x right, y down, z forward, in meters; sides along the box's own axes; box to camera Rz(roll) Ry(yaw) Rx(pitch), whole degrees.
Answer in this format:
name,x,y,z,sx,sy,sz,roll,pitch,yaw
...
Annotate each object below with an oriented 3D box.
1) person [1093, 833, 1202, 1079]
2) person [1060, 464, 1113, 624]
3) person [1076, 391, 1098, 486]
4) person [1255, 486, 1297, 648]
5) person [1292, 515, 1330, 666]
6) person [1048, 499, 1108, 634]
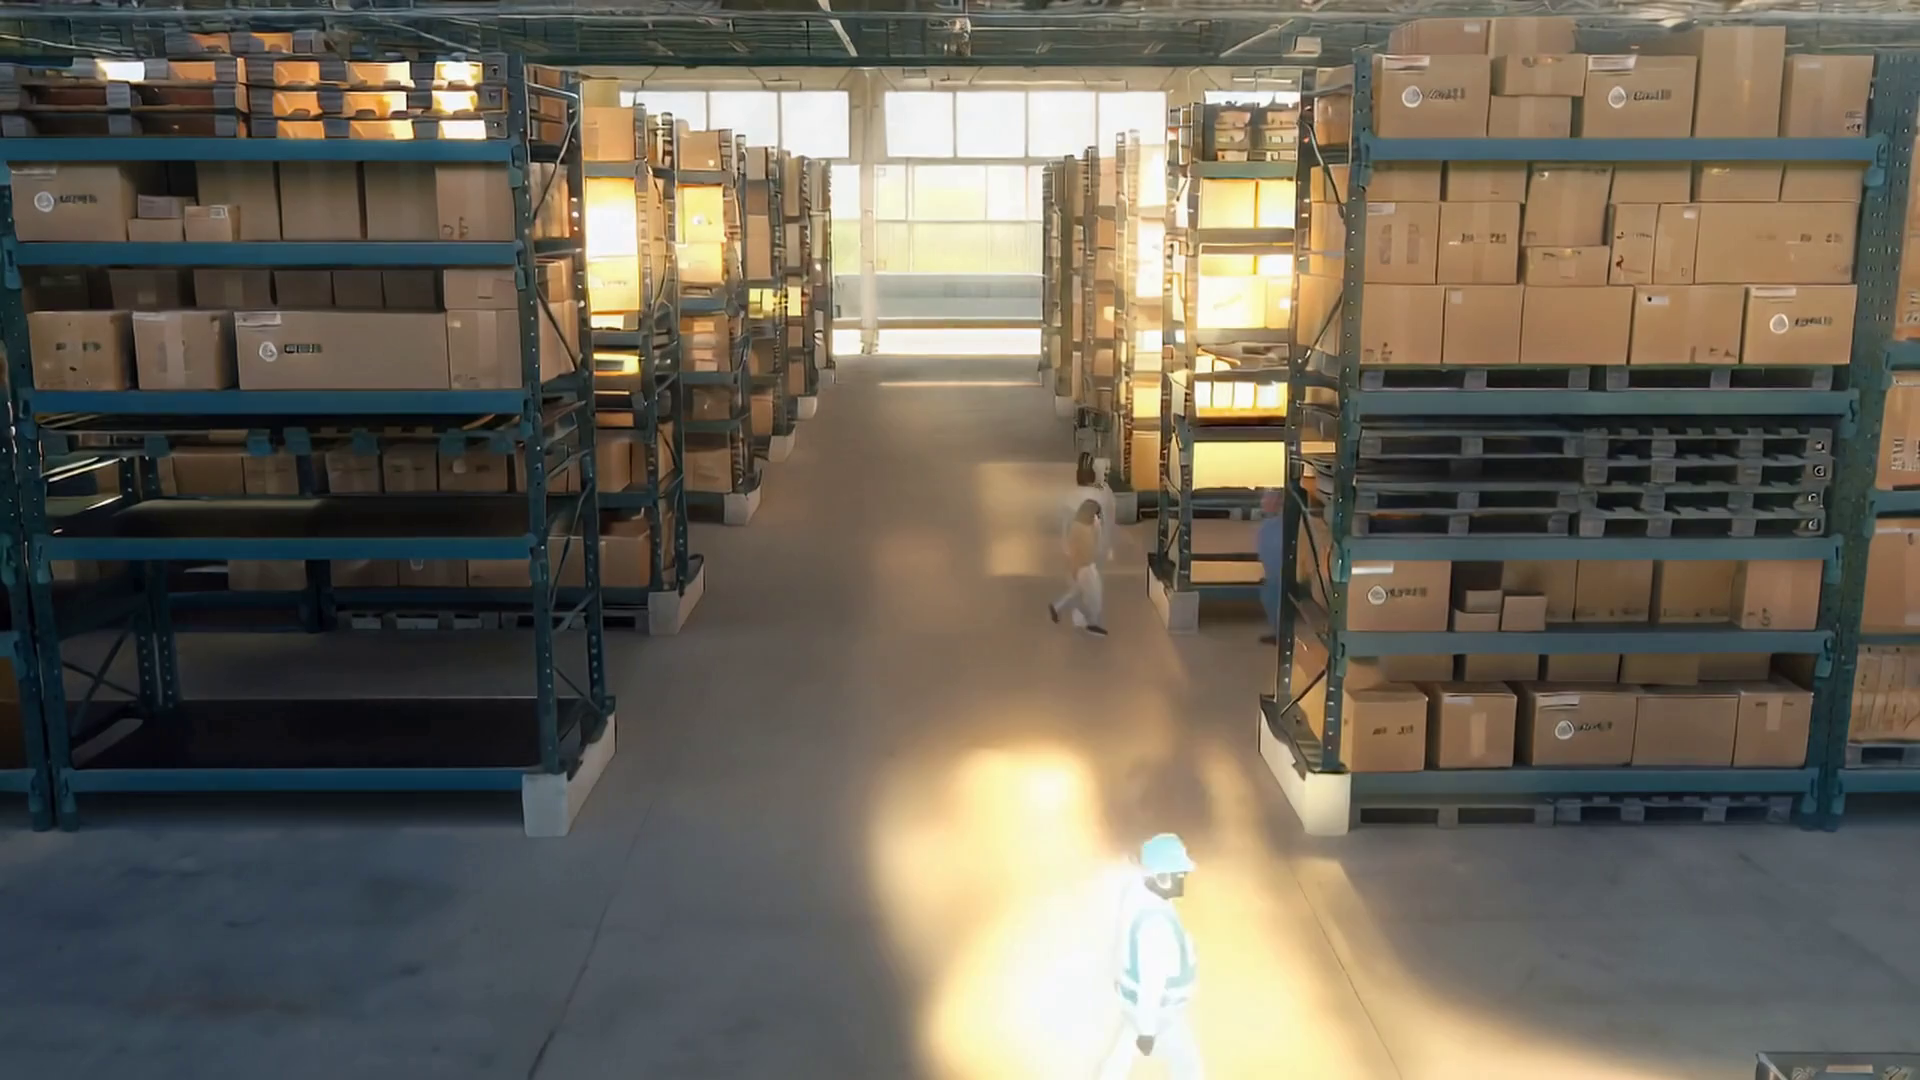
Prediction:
name,x,y,z,sx,sy,sz,roll,pitch,yaw
person,1.018,2.372,8.680,0.924,1.786,0.611,-1,11,-4
person,1.490,0.054,19.921,0.636,1.899,0.918,3,12,13
person,2.269,-1.804,29.610,0.319,1.692,0.536,-7,13,-29
person,3.571,0.315,18.662,0.541,1.867,0.675,4,12,17
person,3.822,0.455,17.923,0.462,1.884,0.671,0,11,1
person,1.384,0.288,19.461,0.698,1.605,0.507,10,15,40
